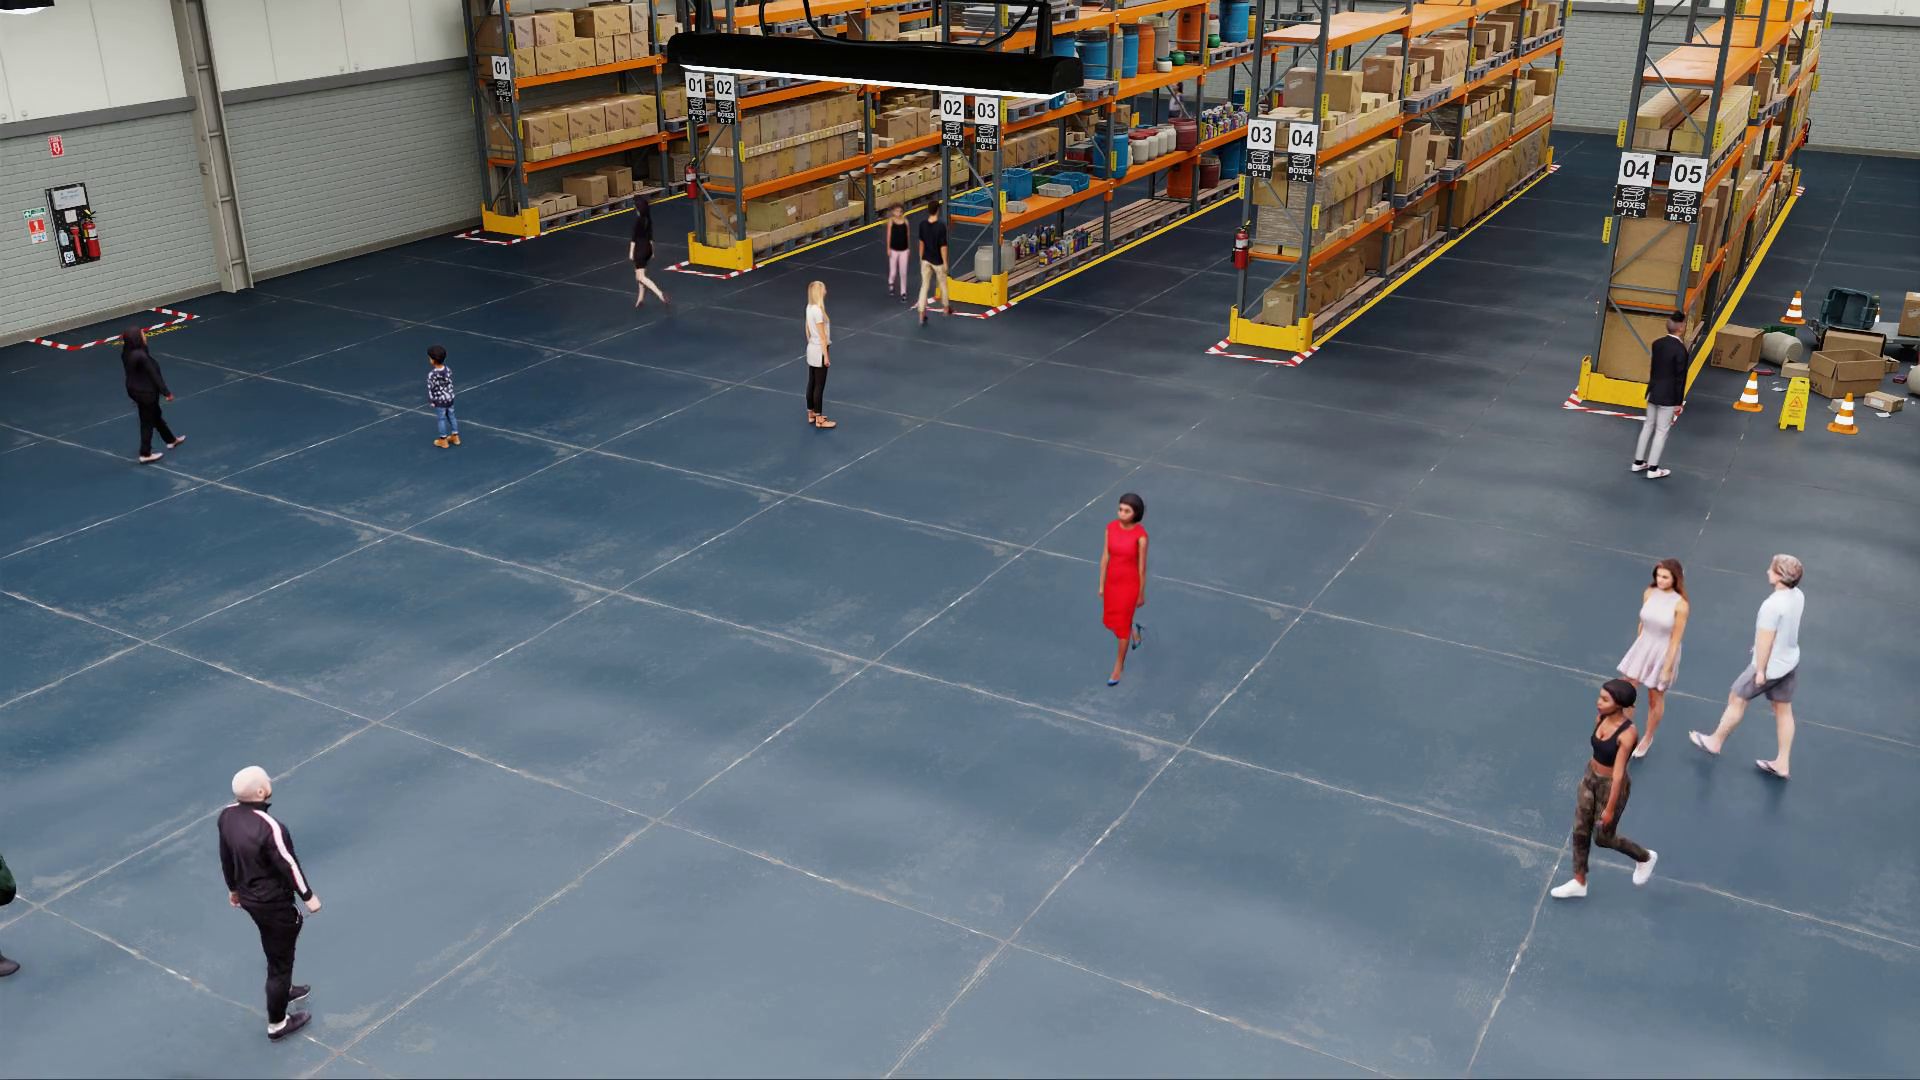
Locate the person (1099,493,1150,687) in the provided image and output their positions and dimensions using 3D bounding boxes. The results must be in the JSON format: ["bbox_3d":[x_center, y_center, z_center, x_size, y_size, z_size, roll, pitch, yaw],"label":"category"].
[{"bbox_3d":[1.448,0.394,14.356,0.636,1.729,0.875,16,28,33],"label":"person"}]

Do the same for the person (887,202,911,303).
[{"bbox_3d":[-0.980,-4.553,26.223,0.896,1.547,0.979,-5,24,-12],"label":"person"}]

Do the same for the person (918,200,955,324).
[{"bbox_3d":[-0.443,-4.128,24.879,0.749,1.816,1.101,10,25,22],"label":"person"}]

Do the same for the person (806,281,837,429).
[{"bbox_3d":[-1.769,-2.308,20.589,0.710,1.825,0.697,-11,26,-25],"label":"person"}]

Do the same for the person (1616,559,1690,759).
[{"bbox_3d":[5.508,0.934,13.057,0.784,1.752,0.706,-15,27,-31],"label":"person"}]

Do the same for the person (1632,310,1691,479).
[{"bbox_3d":[8.008,-1.676,18.941,0.828,1.952,0.771,-6,24,-14],"label":"person"}]

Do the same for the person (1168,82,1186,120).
[{"bbox_3d":[4.944,-9.678,38.143,0.647,1.649,0.665,-16,28,-33],"label":"person"}]

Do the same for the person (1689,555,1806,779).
[{"bbox_3d":[6.353,1.010,12.816,1.057,1.801,0.998,-13,26,-28],"label":"person"}]

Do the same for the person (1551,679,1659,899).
[{"bbox_3d":[4.472,1.714,11.312,0.985,1.683,0.946,-5,23,-11],"label":"person"}]

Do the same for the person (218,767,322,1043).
[{"bbox_3d":[-4.205,2.219,9.948,0.717,1.821,0.706,17,28,34],"label":"person"}]

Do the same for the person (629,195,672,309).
[{"bbox_3d":[-4.797,-4.340,25.424,0.721,1.779,0.963,10,25,23],"label":"person"}]

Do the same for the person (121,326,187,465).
[{"bbox_3d":[-9.560,-1.667,19.375,0.730,1.594,0.939,17,28,35],"label":"person"}]

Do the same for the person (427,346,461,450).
[{"bbox_3d":[-6.211,-1.728,19.960,0.580,1.249,0.460,17,29,35],"label":"person"}]
